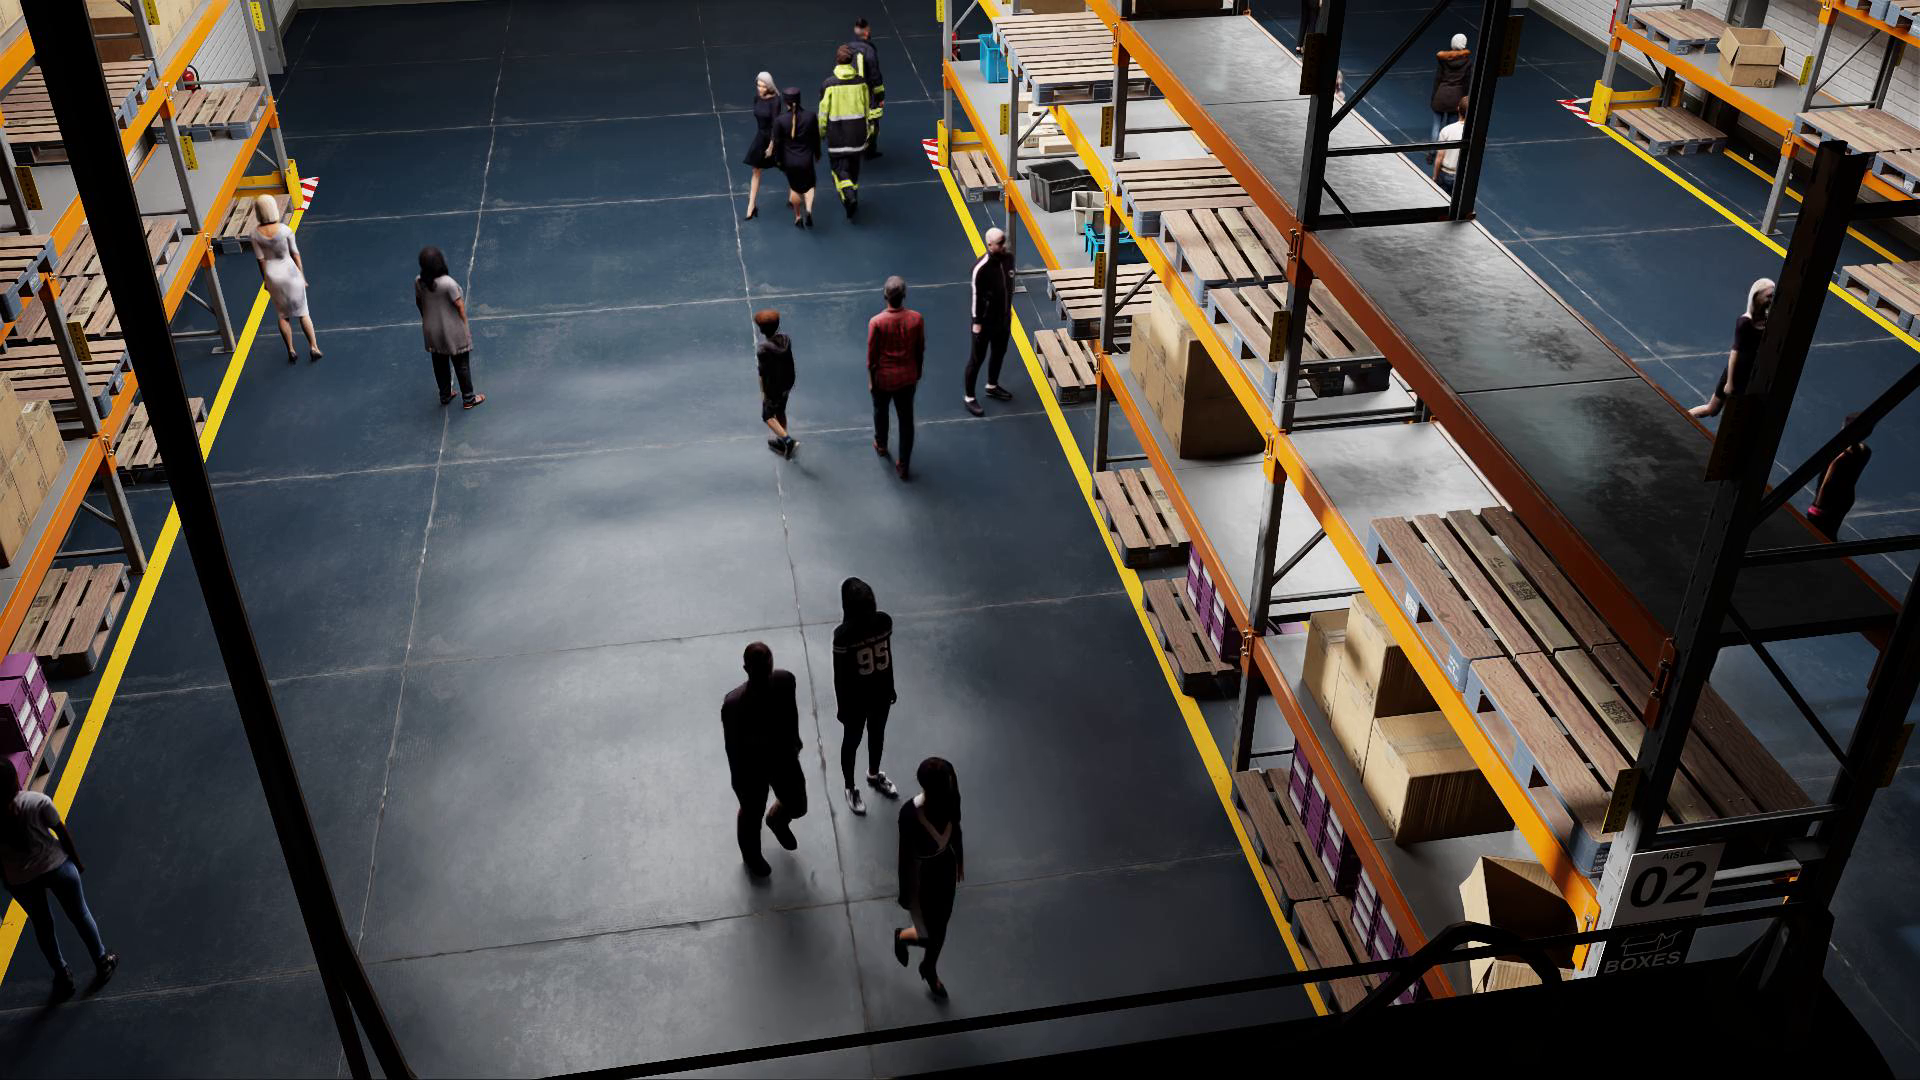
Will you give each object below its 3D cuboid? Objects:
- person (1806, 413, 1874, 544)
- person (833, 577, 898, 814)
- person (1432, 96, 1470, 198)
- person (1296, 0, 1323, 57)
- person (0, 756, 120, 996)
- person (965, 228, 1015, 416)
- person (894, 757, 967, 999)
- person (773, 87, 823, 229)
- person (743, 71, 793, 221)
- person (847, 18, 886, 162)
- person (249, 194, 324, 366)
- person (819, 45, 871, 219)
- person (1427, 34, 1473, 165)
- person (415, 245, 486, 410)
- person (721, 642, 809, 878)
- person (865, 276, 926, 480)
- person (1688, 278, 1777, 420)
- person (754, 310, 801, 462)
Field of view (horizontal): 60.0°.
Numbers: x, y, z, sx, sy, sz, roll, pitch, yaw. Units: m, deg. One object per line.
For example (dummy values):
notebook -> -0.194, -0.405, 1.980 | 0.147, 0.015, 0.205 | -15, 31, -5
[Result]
person -> 6.866, -0.294, 13.058 | 0.600, 1.549, 0.600 | -16, 37, -23
person -> -0.621, 1.005, 10.941 | 0.698, 1.729, 0.703 | -23, 40, -31
person -> 5.453, -3.969, 18.311 | 0.721, 1.854, 0.650 | 2, 34, 3
person -> 5.168, -7.966, 24.431 | 0.680, 1.737, 0.534 | -17, 37, -24
person -> -5.294, 1.919, 9.575 | 0.634, 1.719, 0.605 | -14, 36, -20
person -> 0.273, -2.063, 15.468 | 0.808, 1.827, 0.776 | 27, 42, 34
person -> -0.232, 1.912, 9.525 | 0.774, 1.785, 0.843 | -26, 42, -34
person -> -1.833, -4.316, 19.002 | 0.714, 1.666, 0.693 | -7, 34, -10
person -> -2.149, -4.624, 19.442 | 1.059, 1.693, 1.156 | 21, 39, 28
person -> -1.254, -5.521, 20.662 | 1.057, 1.837, 1.072 | -24, 40, -32
person -> -6.608, -2.547, 16.264 | 0.572, 1.751, 0.512 | -7, 34, -11
person -> -1.314, -4.723, 19.346 | 0.952, 1.964, 1.193 | -14, 36, -20
person -> 6.130, -5.531, 20.861 | 0.689, 1.633, 0.694 | 5, 34, 7
person -> -4.821, -1.996, 15.565 | 0.743, 1.607, 0.782 | 9, 35, 13
person -> -1.276, 1.300, 10.413 | 0.847, 1.823, 0.855 | -22, 39, -29
person -> -0.537, -1.369, 14.447 | 0.744, 1.802, 0.958 | -8, 34, -11
person -> 6.738, -1.440, 14.561 | 0.838, 1.794, 1.215 | -16, 37, -22
person -> -1.598, -1.355, 14.756 | 0.851, 1.436, 0.758 | 29, 43, 36
